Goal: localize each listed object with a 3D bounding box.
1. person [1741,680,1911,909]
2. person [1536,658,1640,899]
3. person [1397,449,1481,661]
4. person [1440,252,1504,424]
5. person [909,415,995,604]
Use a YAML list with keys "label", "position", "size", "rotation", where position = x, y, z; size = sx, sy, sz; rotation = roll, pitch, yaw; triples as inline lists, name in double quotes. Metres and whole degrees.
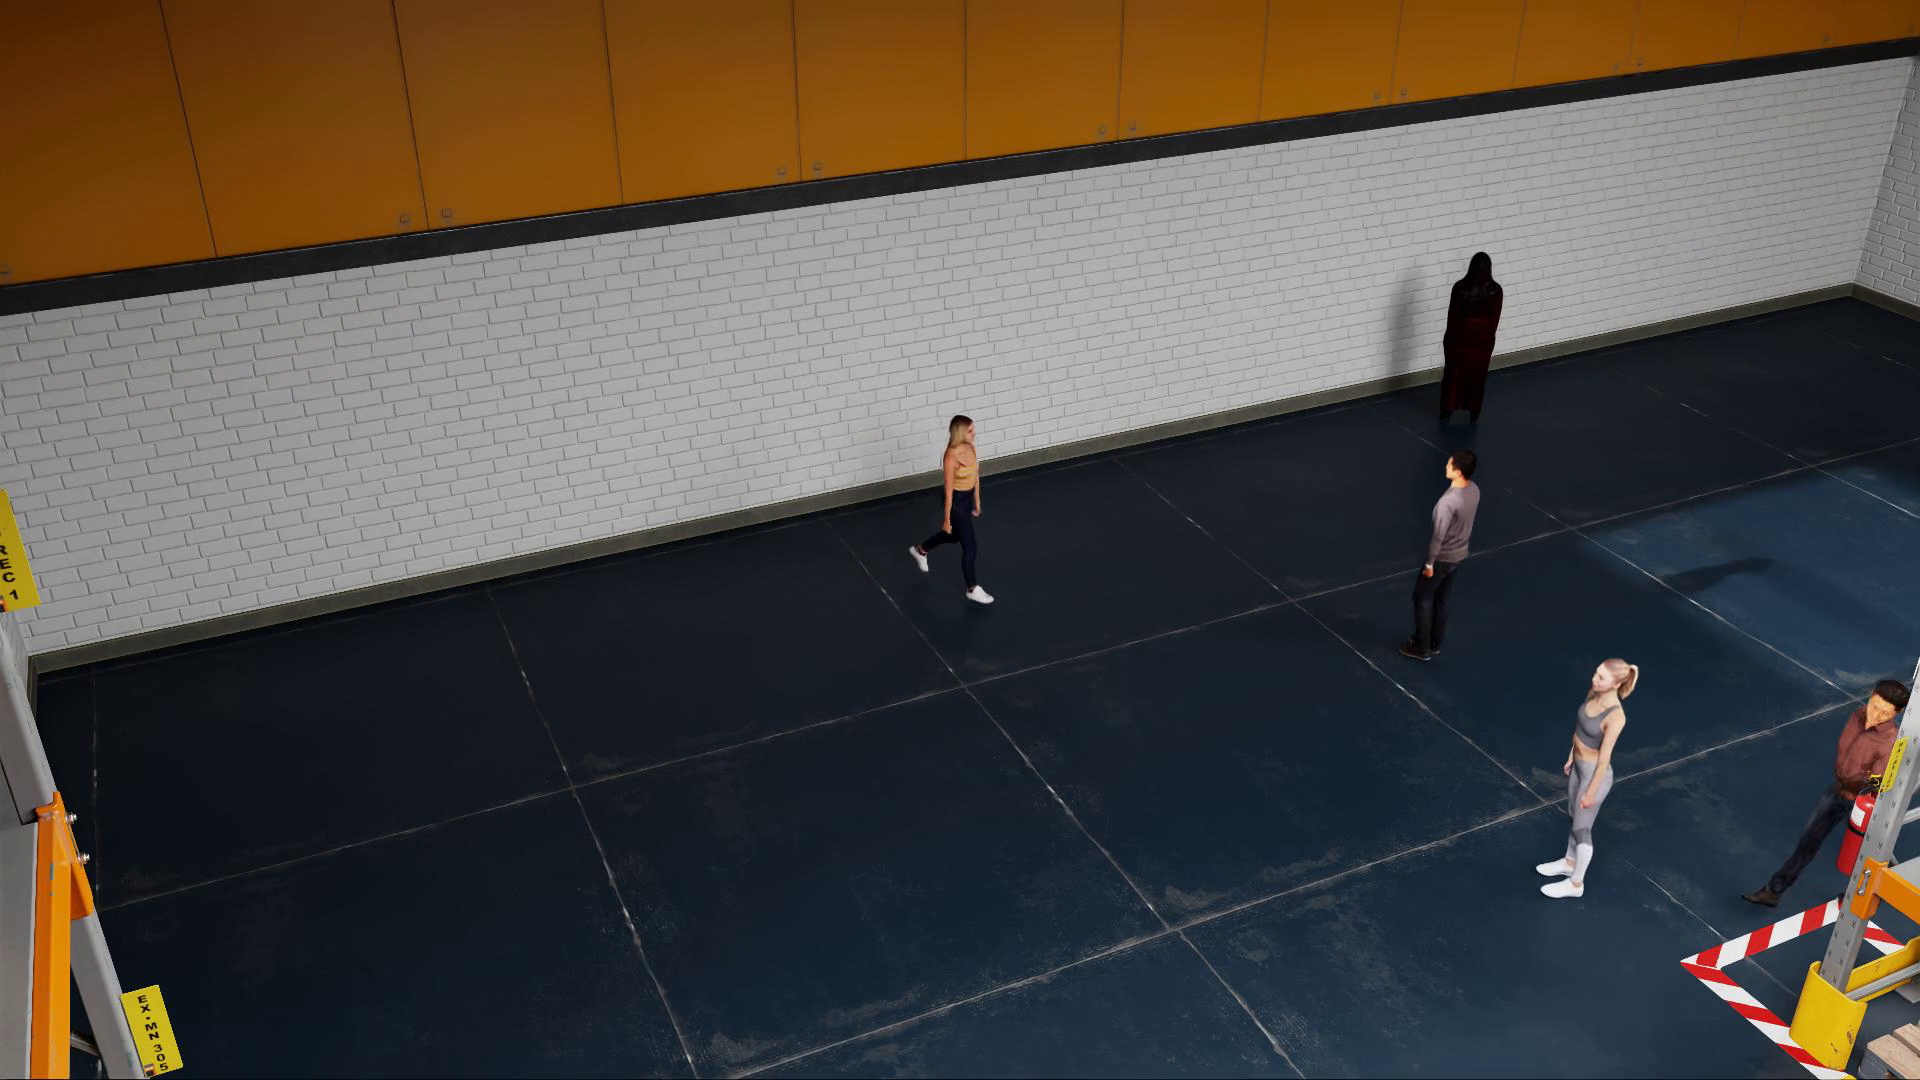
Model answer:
- label: "person"
  position: [5.461, 1.593, 9.986]
  size: [0.995, 1.690, 1.197]
  rotation: [-2, 29, -4]
- label: "person"
  position: [3.896, 1.439, 10.253]
  size: [0.720, 1.706, 0.629]
  rotation: [0, 29, 0]
- label: "person"
  position: [3.727, 0.126, 12.598]
  size: [0.715, 1.763, 0.750]
  rotation: [-13, 31, -23]
- label: "person"
  position: [5.064, -2.002, 16.508]
  size: [0.775, 1.756, 0.800]
  rotation: [4, 29, 7]
- label: "person"
  position: [-0.081, -0.281, 13.511]
  size: [1.141, 1.605, 0.963]
  rotation: [16, 32, 27]
